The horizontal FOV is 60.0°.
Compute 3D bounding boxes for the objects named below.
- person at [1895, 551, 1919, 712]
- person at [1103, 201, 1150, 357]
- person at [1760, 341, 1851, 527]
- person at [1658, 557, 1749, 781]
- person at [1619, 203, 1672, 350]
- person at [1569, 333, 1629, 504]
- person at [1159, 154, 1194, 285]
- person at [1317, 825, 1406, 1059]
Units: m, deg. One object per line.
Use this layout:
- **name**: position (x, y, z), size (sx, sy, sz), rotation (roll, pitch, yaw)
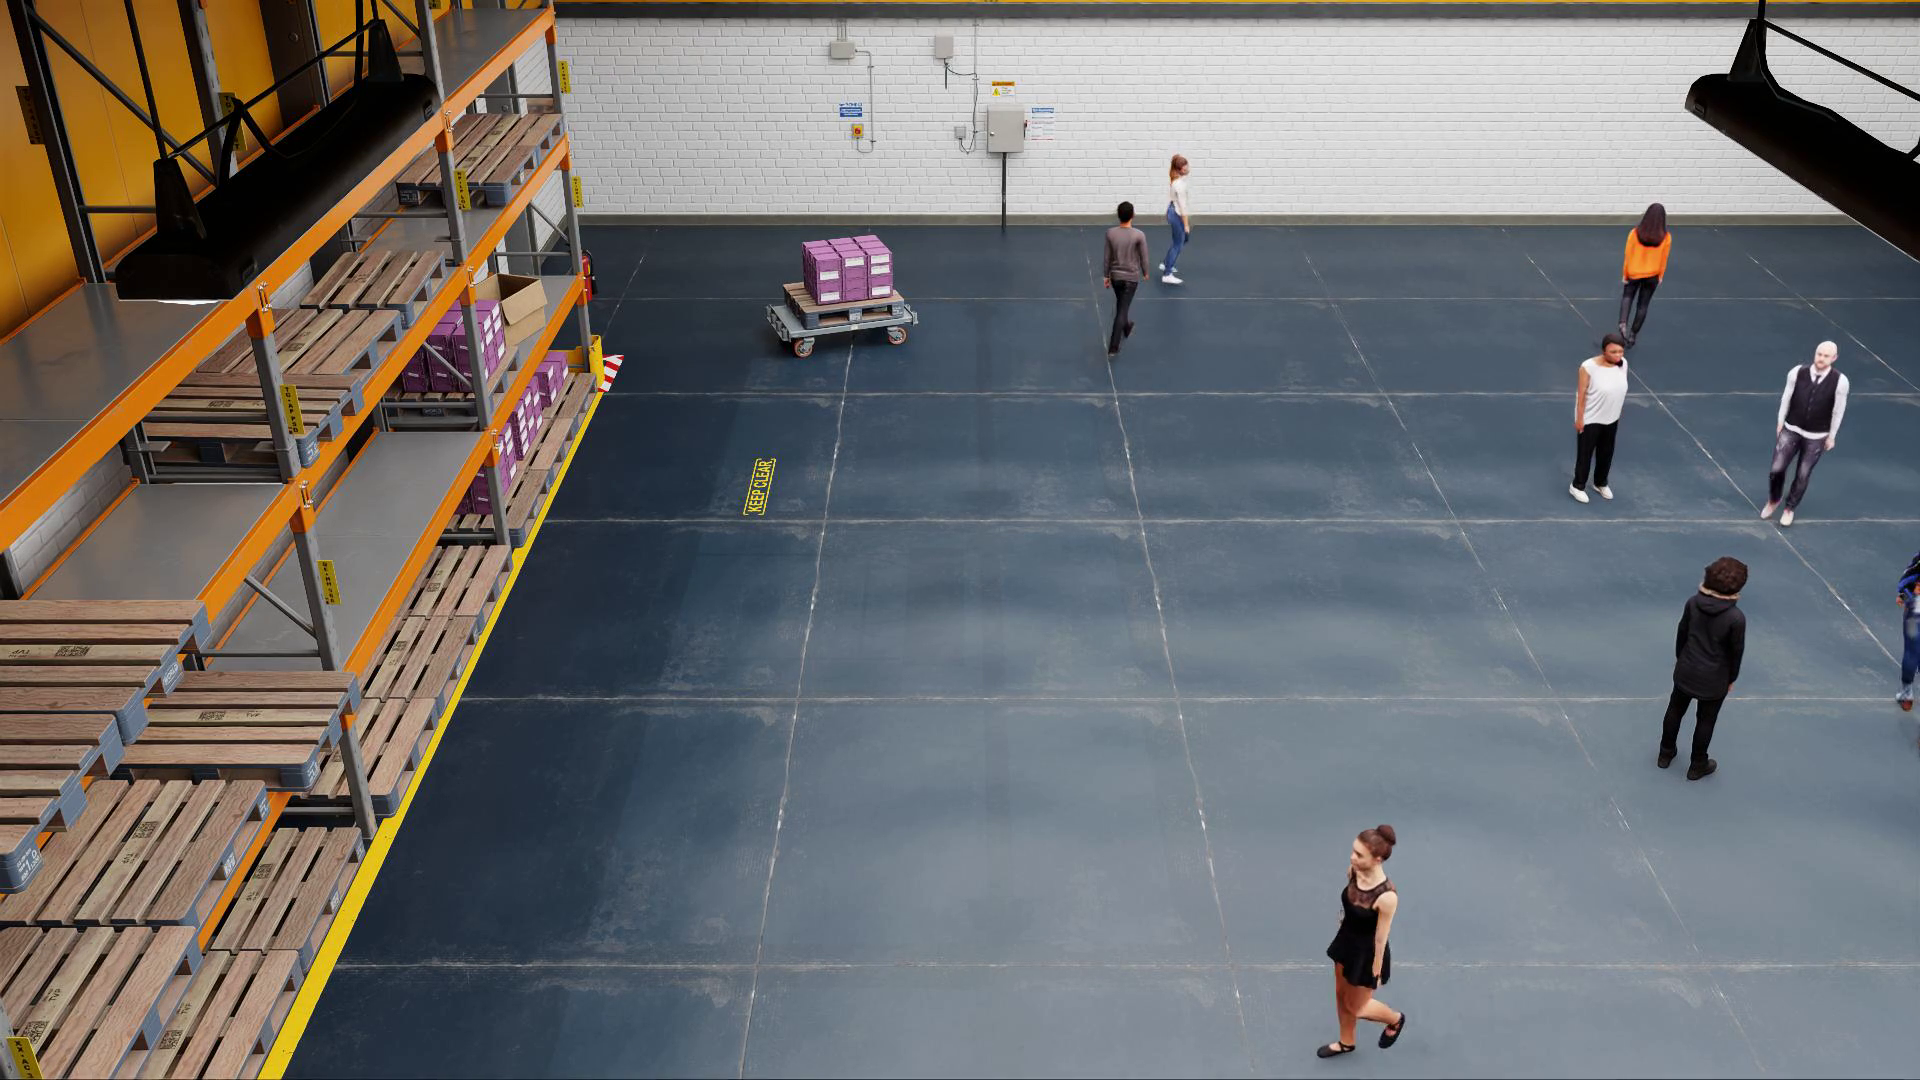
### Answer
- **person**: position (7.396, 0.583, 12.692), size (0.687, 1.607, 0.745), rotation (7, 29, 12)
- **person**: position (1.848, -2.938, 19.036), size (0.972, 1.712, 1.240), rotation (8, 30, 15)
- **person**: position (7.840, -1.003, 15.385), size (0.806, 1.812, 0.827), rotation (17, 33, 28)
- **person**: position (5.327, 0.916, 11.899), size (0.800, 1.780, 0.733), rotation (-23, 36, -36)
- **person**: position (7.853, -3.006, 19.133), size (0.748, 1.738, 0.797), rotation (12, 31, 21)
- **person**: position (6.101, -1.204, 15.884), size (0.731, 1.687, 0.717), rotation (-7, 29, -13)
- **person**: position (2.749, -4.081, 21.137), size (0.783, 1.707, 0.533), rotation (-5, 29, -8)
- **person**: position (2.363, 2.314, 9.456), size (0.769, 1.665, 0.747), rotation (-9, 30, -16)
